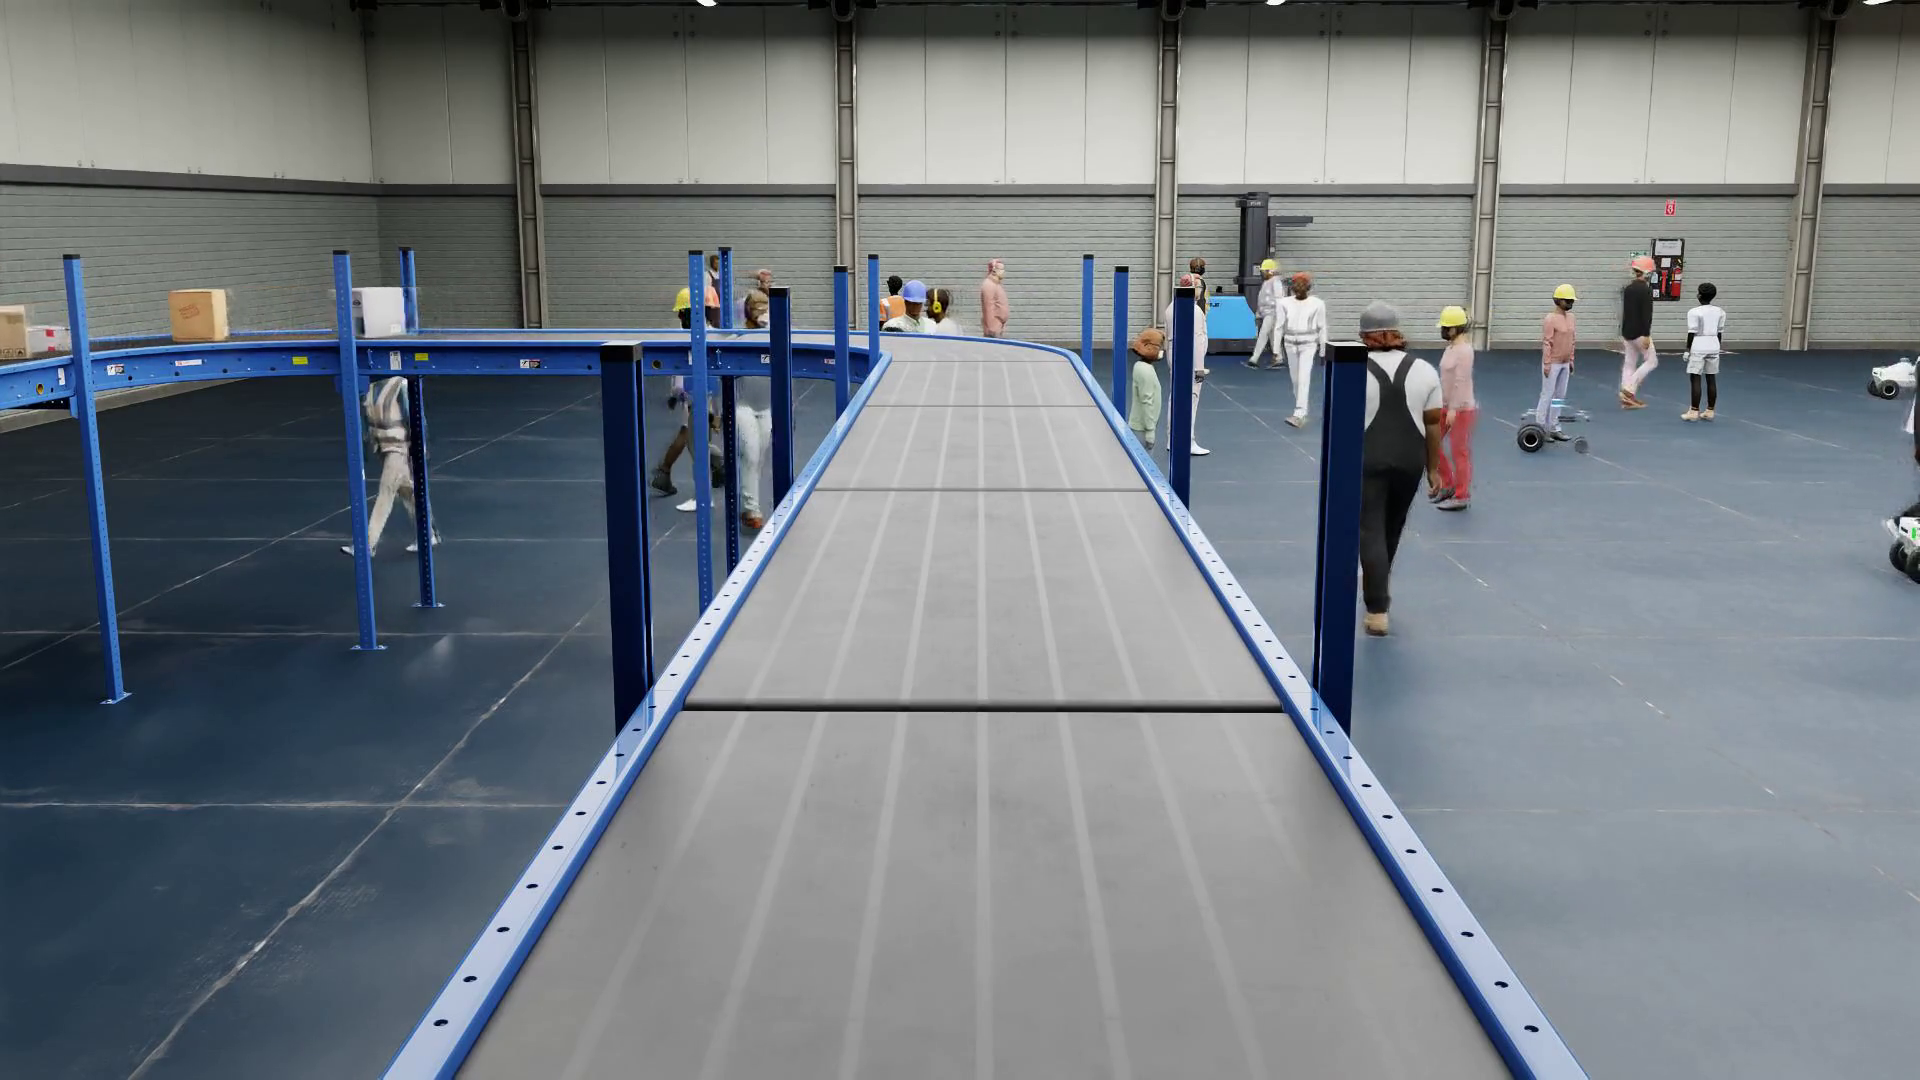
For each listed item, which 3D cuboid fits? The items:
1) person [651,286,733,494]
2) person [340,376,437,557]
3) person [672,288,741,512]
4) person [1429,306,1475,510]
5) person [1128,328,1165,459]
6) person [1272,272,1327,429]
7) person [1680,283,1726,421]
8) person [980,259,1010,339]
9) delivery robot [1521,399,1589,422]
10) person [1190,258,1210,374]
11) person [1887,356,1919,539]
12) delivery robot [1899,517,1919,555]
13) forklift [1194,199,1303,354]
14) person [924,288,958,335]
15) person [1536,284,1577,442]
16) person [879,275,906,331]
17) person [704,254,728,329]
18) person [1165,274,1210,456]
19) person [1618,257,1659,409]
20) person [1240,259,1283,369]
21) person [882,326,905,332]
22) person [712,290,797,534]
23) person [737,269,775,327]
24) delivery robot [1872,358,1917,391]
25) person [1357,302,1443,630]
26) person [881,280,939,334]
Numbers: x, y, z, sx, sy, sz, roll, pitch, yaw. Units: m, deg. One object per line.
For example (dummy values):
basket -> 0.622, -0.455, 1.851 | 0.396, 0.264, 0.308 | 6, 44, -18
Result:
person -> -2.459, -1.371, 15.198 | 1.008, 1.887, 0.577 | -9, 14, -38
person -> -4.243, -0.657, 12.247 | 0.544, 1.586, 0.866 | 9, 14, 39
person -> -2.150, -1.210, 14.295 | 0.611, 1.904, 0.615 | -3, 11, -16
person -> 4.218, -1.124, 14.262 | 0.402, 1.750, 0.526 | -1, 11, -6
person -> 1.475, -0.857, 13.181 | 0.279, 1.633, 0.499 | 0, 11, 0
person -> 4.034, -2.256, 19.839 | 0.603, 1.836, 0.993 | 7, 13, 31
person -> 9.164, -2.318, 20.526 | 0.537, 1.696, 0.321 | -3, 11, -17
person -> 0.505, -3.038, 23.688 | 0.403, 1.904, 0.651 | 2, 11, 9
delivery robot -> 6.438, -1.410, 17.987 | 0.698, 0.223, 0.335 | 3, 12, 19
person -> 3.793, -3.596, 26.719 | 0.429, 1.844, 0.625 | -3, 12, -17
person -> 6.982, -0.742, 11.880 | 0.620, 1.906, 0.487 | -7, 13, -31
delivery robot -> 6.941, -0.023, 11.542 | 0.707, 0.478, 0.477 | 3, 11, 15
forklift -> 5.313, -4.851, 30.603 | 1.873, 2.768, 1.129 | 0, 11, 1
person -> -0.258, -1.389, 15.350 | 0.715, 1.845, 0.548 | 2, 11, 12
person -> 6.712, -1.980, 18.637 | 0.517, 1.757, 0.336 | -8, 14, -37
person -> -0.897, -2.796, 22.984 | 0.535, 1.697, 0.318 | -6, 12, -28
person -> -4.511, -4.296, 30.357 | 0.456, 1.825, 0.562 | 7, 13, 31
person -> 2.429, -1.865, 17.658 | 0.407, 1.906, 0.655 | -4, 12, -21
person -> 8.886, -2.703, 21.764 | 0.437, 1.979, 0.647 | -2, 11, -8
person -> 4.972, -3.701, 27.363 | 0.863, 1.793, 0.627 | -1, 11, -7
person -> -0.342, -0.922, 13.505 | 0.874, 1.638, 0.533 | -1, 11, -6
person -> -1.604, -1.012, 13.232 | 0.673, 1.917, 0.788 | -9, 14, -37
person -> -2.222, -2.205, 19.440 | 0.672, 1.884, 0.634 | -10, 15, -42
delivery robot -> 13.142, -2.291, 23.184 | 0.707, 0.478, 0.477 | 2, 11, 11
person -> 2.586, -0.495, 10.378 | 0.698, 2.000, 1.050 | -1, 11, -3
person -> -0.425, -1.343, 14.876 | 0.605, 1.944, 0.403 | -8, 14, -36
